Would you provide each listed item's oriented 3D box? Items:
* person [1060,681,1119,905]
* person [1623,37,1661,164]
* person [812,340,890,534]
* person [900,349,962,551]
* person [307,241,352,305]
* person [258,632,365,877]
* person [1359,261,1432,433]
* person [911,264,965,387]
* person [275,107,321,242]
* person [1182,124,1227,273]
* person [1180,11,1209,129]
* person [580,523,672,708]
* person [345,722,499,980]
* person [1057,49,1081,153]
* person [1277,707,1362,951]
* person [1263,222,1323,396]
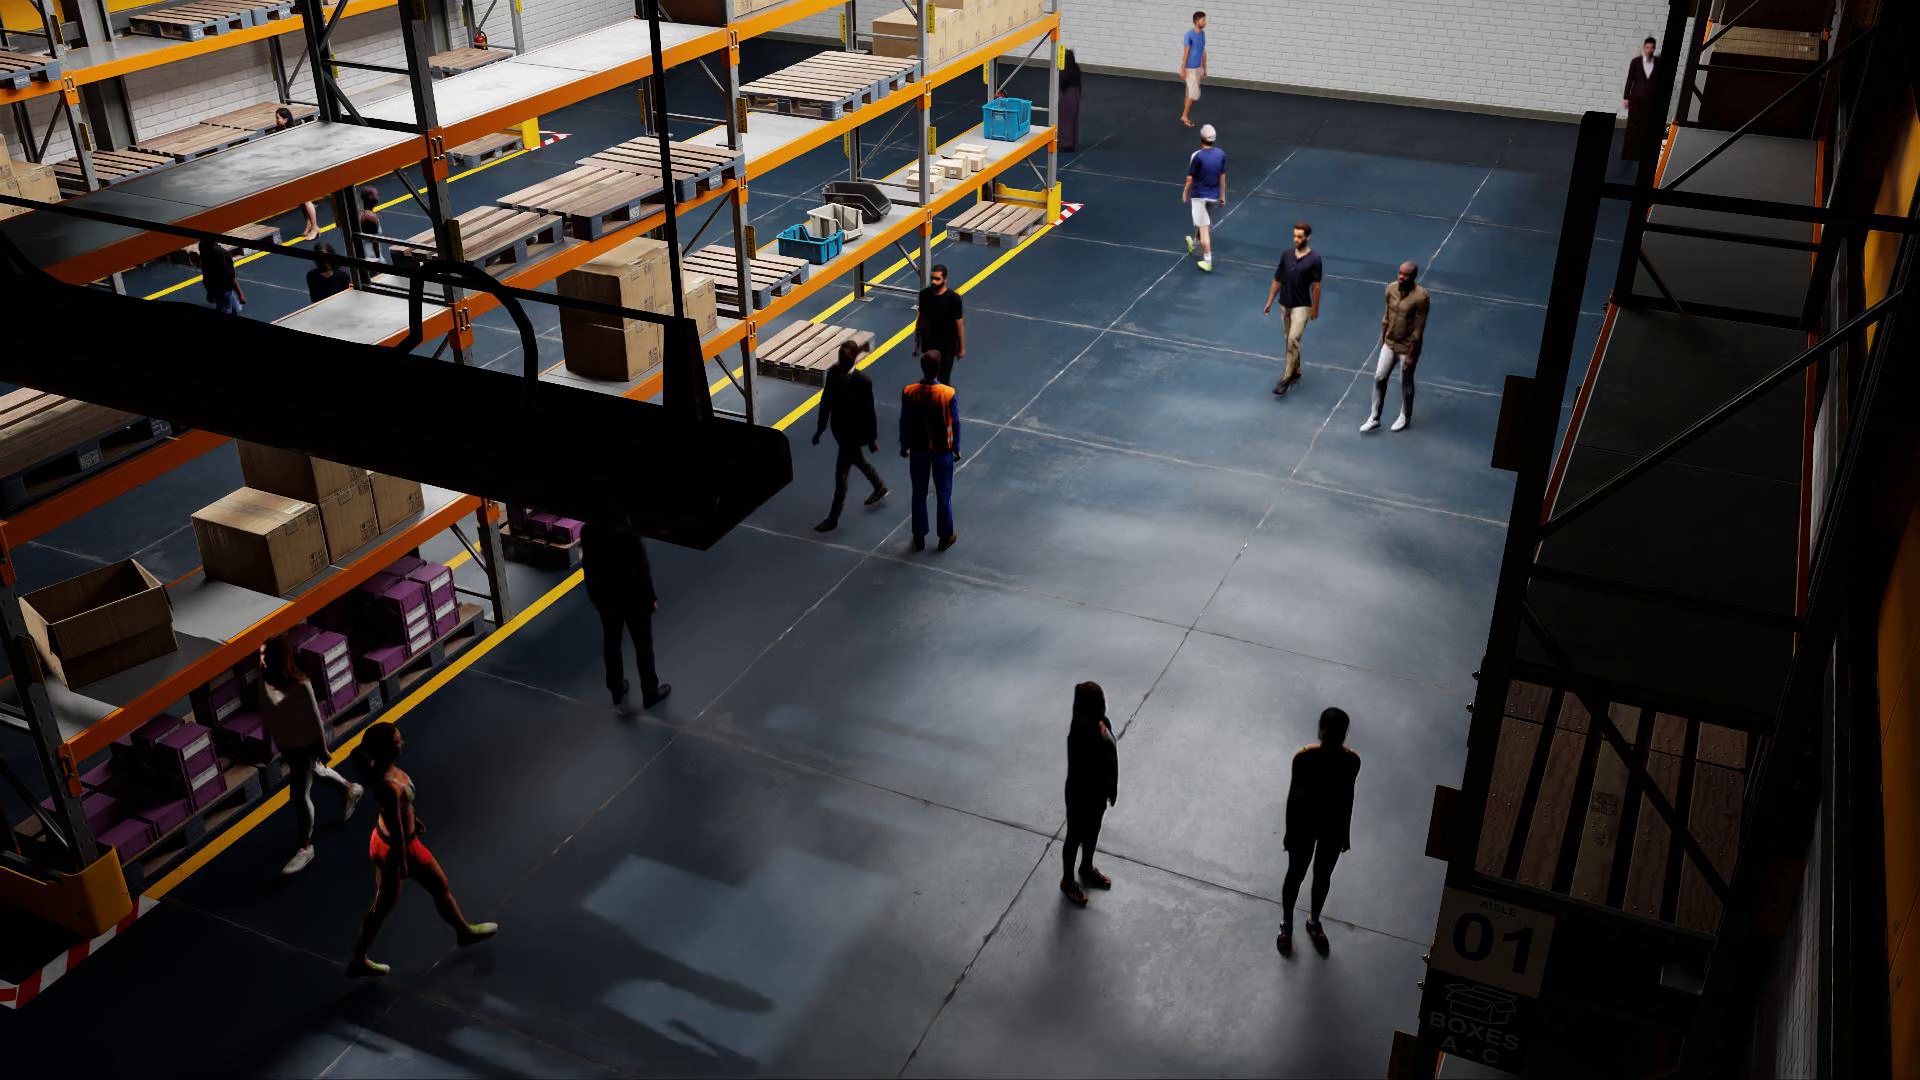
[{"bbox_3d":[0.809,1.571,10.569,0.593,1.555,0.682,-23,36,-36],"label":"person"},{"bbox_3d":[10.494,-6.794,25.600,0.875,1.846,1.166,5,29,9],"label":"person"},{"bbox_3d":[-0.931,-0.983,15.045,0.947,1.752,1.303,25,37,38],"label":"person"},{"bbox_3d":[-0.256,-0.793,14.581,0.771,1.863,0.720,3,29,6],"label":"person"},{"bbox_3d":[-6.580,-2.363,17.615,0.820,1.715,0.915,-3,29,-5],"label":"person"},{"bbox_3d":[-4.301,1.287,10.946,0.594,1.692,1.073,14,32,24],"label":"person"},{"bbox_3d":[4.517,-1.965,16.789,1.012,1.807,0.925,-24,37,-37],"label":"person"},{"bbox_3d":[-0.176,-1.990,16.899,0.652,1.744,0.686,15,32,26],"label":"person"},{"bbox_3d":[-8.850,-4.885,22.180,0.797,1.769,0.775,-19,34,-31],"label":"person"},{"bbox_3d":[3.152,-4.298,21.089,1.152,1.785,1.179,-11,31,-20],"label":"person"},{"bbox_3d":[3.751,-7.758,27.363,0.811,1.851,0.733,24,37,37],"label":"person"},{"bbox_3d":[-2.515,0.405,12.406,0.755,1.842,0.664,8,30,14],"label":"person"},{"bbox_3d":[-3.405,1.866,9.828,1.215,1.747,0.934,-20,35,-32],"label":"person"},{"bbox_3d":[1.687,-6.896,26.039,0.719,1.604,0.809,-12,31,-21],"label":"person"},{"bbox_3d":[2.166,1.738,10.083,0.653,1.726,0.669,0,29,0],"label":"person"},{"bbox_3d":[3.629,-2.520,17.783,0.814,1.829,1.004,25,37,37],"label":"person"}]
